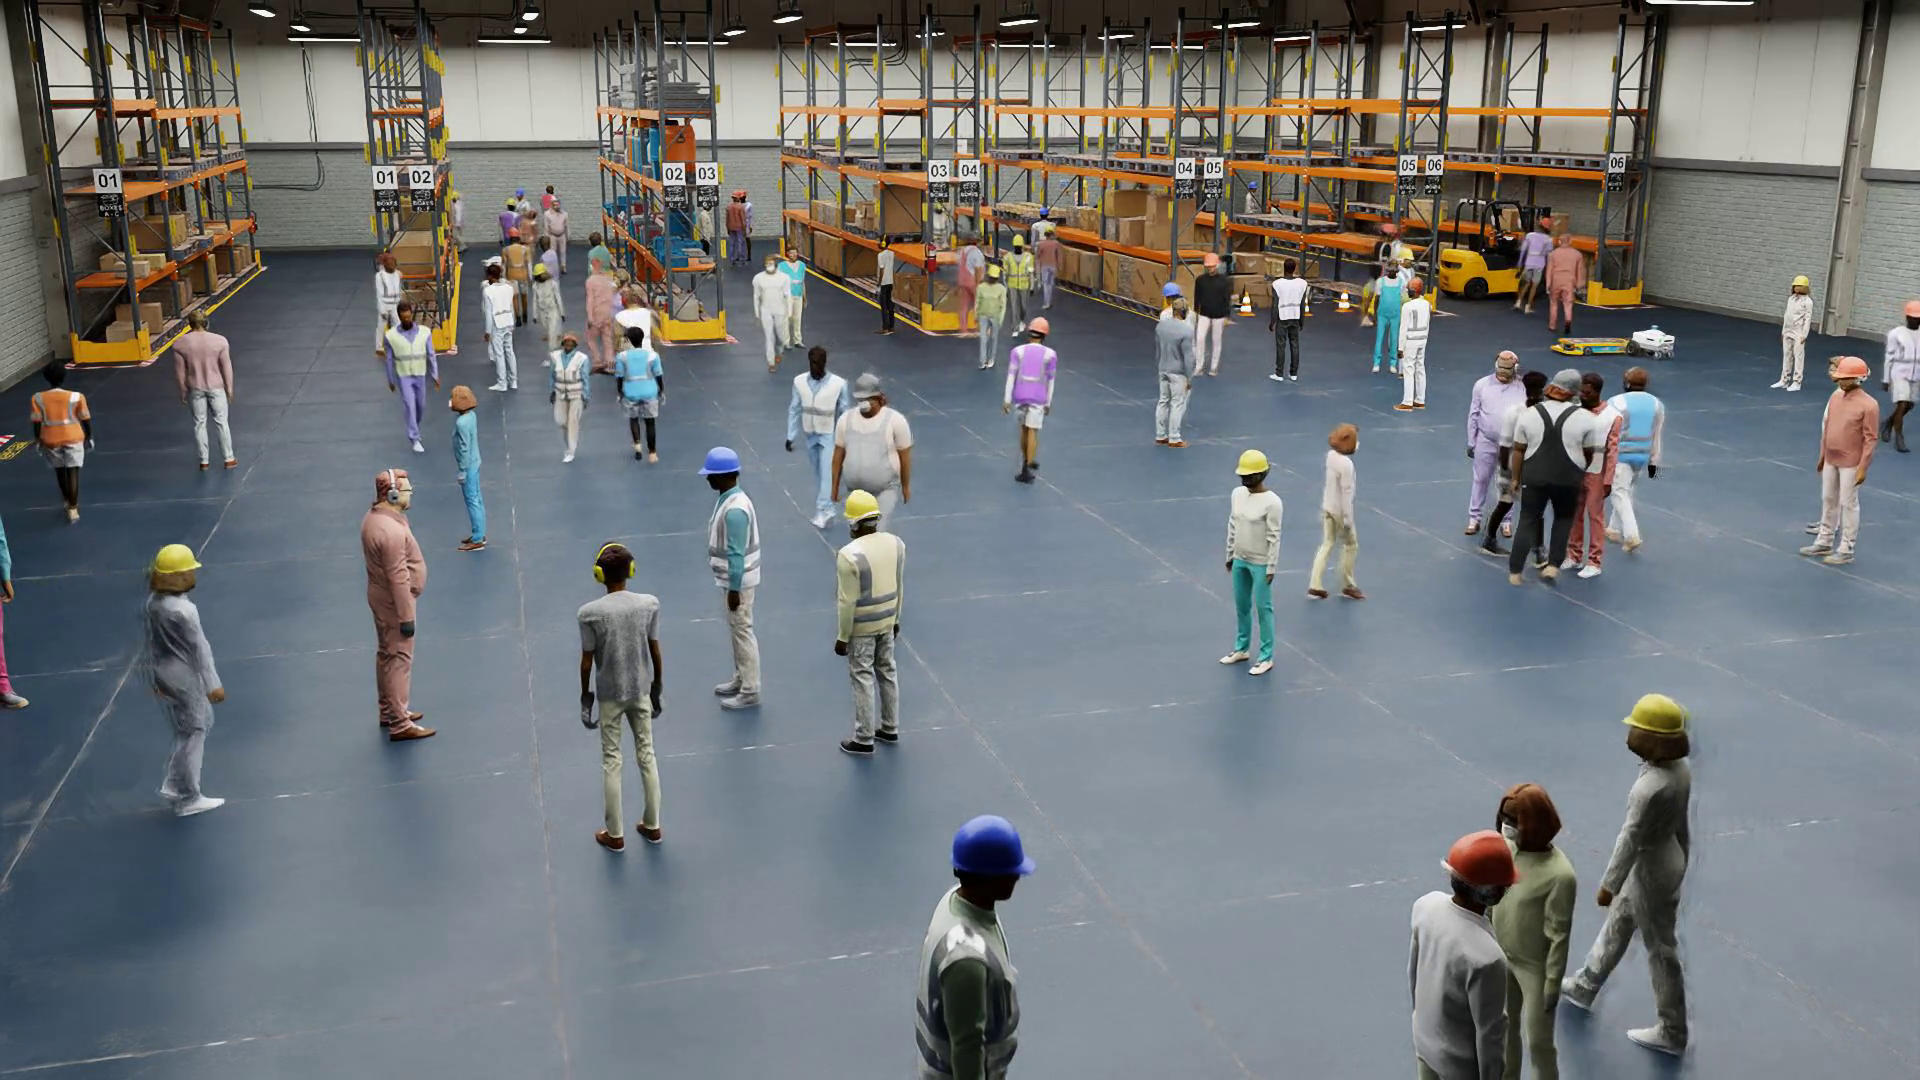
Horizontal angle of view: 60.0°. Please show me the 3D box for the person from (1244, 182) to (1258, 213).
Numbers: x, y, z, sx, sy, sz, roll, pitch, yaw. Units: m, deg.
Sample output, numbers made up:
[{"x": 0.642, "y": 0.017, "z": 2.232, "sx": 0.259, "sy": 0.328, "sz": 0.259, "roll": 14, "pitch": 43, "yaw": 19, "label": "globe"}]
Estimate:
[{"x": 8.654, "y": -9.666, "z": 49.488, "sx": 0.385, "sy": 1.948, "sz": 0.605, "roll": 5, "pitch": 16, "yaw": 19, "label": "person"}]

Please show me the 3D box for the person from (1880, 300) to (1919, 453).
[{"x": 11.993, "y": -2.112, "z": 21.136, "sx": 0.547, "sy": 1.915, "sz": 0.850, "roll": 0, "pitch": 15, "yaw": 1, "label": "person"}]

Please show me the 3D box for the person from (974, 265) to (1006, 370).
[{"x": 0.485, "y": -3.641, "z": 27.246, "sx": 0.545, "sy": 1.713, "sz": 0.845, "roll": 2, "pitch": 15, "yaw": 8, "label": "person"}]

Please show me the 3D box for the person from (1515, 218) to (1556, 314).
[{"x": 11.882, "y": -5.647, "z": 34.307, "sx": 0.727, "sy": 1.985, "sz": 0.441, "roll": 14, "pitch": 20, "yaw": 43, "label": "person"}]

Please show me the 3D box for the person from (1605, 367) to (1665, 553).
[{"x": 6.599, "y": -0.794, "z": 16.382, "sx": 0.622, "sy": 1.810, "sz": 0.874, "roll": -3, "pitch": 15, "yaw": -13, "label": "person"}]

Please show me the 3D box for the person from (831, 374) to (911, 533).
[{"x": -0.820, "y": -0.563, "z": 15.057, "sx": 0.696, "sy": 2.000, "sz": 1.037, "roll": 6, "pitch": 16, "yaw": 21, "label": "person"}]

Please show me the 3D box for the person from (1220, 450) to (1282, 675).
[{"x": 2.245, "y": 0.161, "z": 12.874, "sx": 0.336, "sy": 1.759, "sz": 0.528, "roll": -10, "pitch": 18, "yaw": -34, "label": "person"}]

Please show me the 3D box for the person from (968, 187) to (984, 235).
[{"x": 0.514, "y": -9.547, "z": 49.283, "sx": 0.655, "sy": 1.814, "sz": 0.542, "roll": -5, "pitch": 16, "yaw": -19, "label": "person"}]

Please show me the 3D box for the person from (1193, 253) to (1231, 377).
[{"x": 3.989, "y": -3.567, "z": 26.490, "sx": 0.635, "sy": 1.961, "sz": 0.811, "roll": 6, "pitch": 16, "yaw": 21, "label": "person"}]

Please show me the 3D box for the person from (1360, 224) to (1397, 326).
[{"x": 8.309, "y": -5.159, "z": 32.445, "sx": 1.015, "sy": 1.985, "sz": 0.596, "roll": -4, "pitch": 15, "yaw": -14, "label": "person"}]

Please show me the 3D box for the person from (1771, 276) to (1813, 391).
[{"x": 12.731, "y": -3.156, "z": 25.377, "sx": 0.284, "sy": 1.746, "sz": 0.492, "roll": -4, "pitch": 15, "yaw": -15, "label": "person"}]

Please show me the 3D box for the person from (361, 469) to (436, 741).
[{"x": -3.898, "y": 0.440, "z": 11.567, "sx": 0.395, "sy": 1.898, "sz": 0.640, "roll": -8, "pitch": 17, "yaw": -29, "label": "person"}]

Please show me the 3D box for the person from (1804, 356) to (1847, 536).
[{"x": 8.947, "y": -0.957, "z": 16.949, "sx": 0.407, "sy": 1.830, "sz": 0.576, "roll": 7, "pitch": 16, "yaw": 25, "label": "person"}]

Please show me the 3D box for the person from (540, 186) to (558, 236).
[{"x": -12.211, "y": -9.646, "z": 49.647, "sx": 0.619, "sy": 1.836, "sz": 0.432, "roll": 6, "pitch": 16, "yaw": 20, "label": "person"}]

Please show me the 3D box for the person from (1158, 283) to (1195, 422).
[{"x": 2.945, "y": -2.566, "z": 22.844, "sx": 0.611, "sy": 1.915, "sz": 0.484, "roll": -10, "pitch": 18, "yaw": -33, "label": "person"}]

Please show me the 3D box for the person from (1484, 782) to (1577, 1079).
[{"x": 2.369, "y": 1.783, "z": 7.029, "sx": 0.294, "sy": 1.622, "sz": 0.495, "roll": -7, "pitch": 16, "yaw": -24, "label": "person"}]

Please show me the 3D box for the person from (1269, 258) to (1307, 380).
[{"x": 5.173, "y": -3.476, "z": 26.252, "sx": 0.593, "sy": 1.919, "sz": 0.388, "roll": -4, "pitch": 15, "yaw": -14, "label": "person"}]

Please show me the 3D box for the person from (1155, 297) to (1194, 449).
[{"x": 2.727, "y": -2.107, "z": 21.094, "sx": 0.383, "sy": 1.928, "sz": 0.634, "roll": -11, "pitch": 18, "yaw": -35, "label": "person"}]

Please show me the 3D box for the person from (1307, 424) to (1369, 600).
[{"x": 3.342, "y": -0.243, "z": 14.693, "sx": 0.560, "sy": 1.602, "sz": 0.563, "roll": -3, "pitch": 15, "yaw": -12, "label": "person"}]

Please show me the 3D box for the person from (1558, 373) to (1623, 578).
[{"x": 5.864, "y": -0.618, "z": 15.527, "sx": 0.403, "sy": 1.908, "sz": 0.599, "roll": -9, "pitch": 17, "yaw": -30, "label": "person"}]

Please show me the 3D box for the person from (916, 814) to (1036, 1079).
[{"x": 0.053, "y": 1.896, "z": 6.009, "sx": 0.426, "sy": 1.937, "sz": 0.603, "roll": 0, "pitch": 15, "yaw": 0, "label": "person"}]

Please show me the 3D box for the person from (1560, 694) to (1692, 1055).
[{"x": 3.116, "y": 1.528, "z": 7.800, "sx": 0.823, "sy": 1.705, "sz": 0.511, "roll": 12, "pitch": 19, "yaw": 37, "label": "person"}]

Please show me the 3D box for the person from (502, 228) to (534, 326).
[{"x": -8.707, "y": -5.178, "z": 32.730, "sx": 0.575, "sy": 1.883, "sz": 1.012, "roll": -5, "pitch": 16, "yaw": -17, "label": "person"}]

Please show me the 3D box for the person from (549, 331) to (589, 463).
[{"x": -4.783, "y": -1.757, "z": 20.355, "sx": 0.558, "sy": 1.611, "sz": 0.379, "roll": 3, "pitch": 15, "yaw": 11, "label": "person"}]

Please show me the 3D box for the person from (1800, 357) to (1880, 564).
[{"x": 8.436, "y": -0.764, "z": 15.905, "sx": 0.401, "sy": 1.989, "sz": 0.623, "roll": -3, "pitch": 15, "yaw": -12, "label": "person"}]

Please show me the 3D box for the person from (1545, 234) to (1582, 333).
[{"x": 11.439, "y": -4.850, "z": 31.527, "sx": 0.661, "sy": 1.875, "sz": 0.736, "roll": 3, "pitch": 15, "yaw": 10, "label": "person"}]

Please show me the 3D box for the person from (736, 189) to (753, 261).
[{"x": -5.936, "y": -8.627, "z": 45.599, "sx": 0.545, "sy": 1.938, "sz": 0.355, "roll": 3, "pitch": 15, "yaw": 10, "label": "person"}]

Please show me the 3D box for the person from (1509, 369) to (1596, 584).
[{"x": 5.399, "y": -0.593, "z": 15.168, "sx": 0.702, "sy": 2.000, "sz": 0.556, "roll": 8, "pitch": 17, "yaw": 29, "label": "person"}]

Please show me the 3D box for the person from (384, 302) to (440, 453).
[{"x": -6.991, "y": -2.097, "z": 21.145, "sx": 0.594, "sy": 1.883, "sz": 0.895, "roll": -10, "pitch": 18, "yaw": -33, "label": "person"}]

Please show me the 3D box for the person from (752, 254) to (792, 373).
[{"x": -3.065, "y": -3.731, "z": 27.223, "sx": 0.636, "sy": 1.914, "sz": 0.798, "roll": -2, "pitch": 15, "yaw": -6, "label": "person"}]

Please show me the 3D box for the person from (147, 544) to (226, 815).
[{"x": -4.774, "y": 0.863, "z": 10.286, "sx": 0.374, "sy": 1.727, "sz": 0.490, "roll": -14, "pitch": 20, "yaw": -43, "label": "person"}]

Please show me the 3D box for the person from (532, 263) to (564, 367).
[{"x": -6.886, "y": -3.724, "z": 27.584, "sx": 0.494, "sy": 1.705, "sz": 0.810, "roll": 6, "pitch": 16, "yaw": 21, "label": "person"}]

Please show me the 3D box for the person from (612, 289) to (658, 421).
[{"x": -4.552, "y": -2.568, "z": 23.055, "sx": 0.925, "sy": 1.796, "sz": 0.577, "roll": 13, "pitch": 20, "yaw": 40, "label": "person"}]

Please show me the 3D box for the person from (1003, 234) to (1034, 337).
[{"x": 1.097, "y": -4.793, "z": 31.240, "sx": 0.594, "sy": 1.906, "sz": 0.744, "roll": 0, "pitch": 15, "yaw": 1, "label": "person"}]

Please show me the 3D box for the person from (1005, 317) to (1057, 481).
[{"x": 0.812, "y": -1.651, "z": 19.465, "sx": 0.566, "sy": 1.888, "sz": 0.860, "roll": 4, "pitch": 15, "yaw": 15, "label": "person"}]

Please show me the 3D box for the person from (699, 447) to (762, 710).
[{"x": -1.663, "y": 0.269, "z": 12.131, "sx": 0.420, "sy": 1.937, "sz": 0.609, "roll": -4, "pitch": 15, "yaw": -14, "label": "person"}]

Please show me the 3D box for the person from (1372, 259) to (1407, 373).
[{"x": 6.952, "y": -3.623, "z": 26.945, "sx": 0.508, "sy": 1.847, "sz": 0.345, "roll": 3, "pitch": 15, "yaw": 11, "label": "person"}]

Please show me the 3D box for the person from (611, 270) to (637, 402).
[{"x": -4.897, "y": -2.991, "z": 24.385, "sx": 0.354, "sy": 1.938, "sz": 0.636, "roll": -7, "pitch": 16, "yaw": -24, "label": "person"}]

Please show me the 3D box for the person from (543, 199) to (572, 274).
[{"x": -10.170, "y": -7.675, "z": 42.096, "sx": 0.675, "sy": 1.887, "sz": 0.433, "roll": -7, "pitch": 16, "yaw": -25, "label": "person"}]

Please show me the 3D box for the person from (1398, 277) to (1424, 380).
[{"x": 7.159, "y": -3.357, "z": 26.373, "sx": 0.287, "sy": 1.628, "sz": 0.505, "roll": -7, "pitch": 17, "yaw": -26, "label": "person"}]
